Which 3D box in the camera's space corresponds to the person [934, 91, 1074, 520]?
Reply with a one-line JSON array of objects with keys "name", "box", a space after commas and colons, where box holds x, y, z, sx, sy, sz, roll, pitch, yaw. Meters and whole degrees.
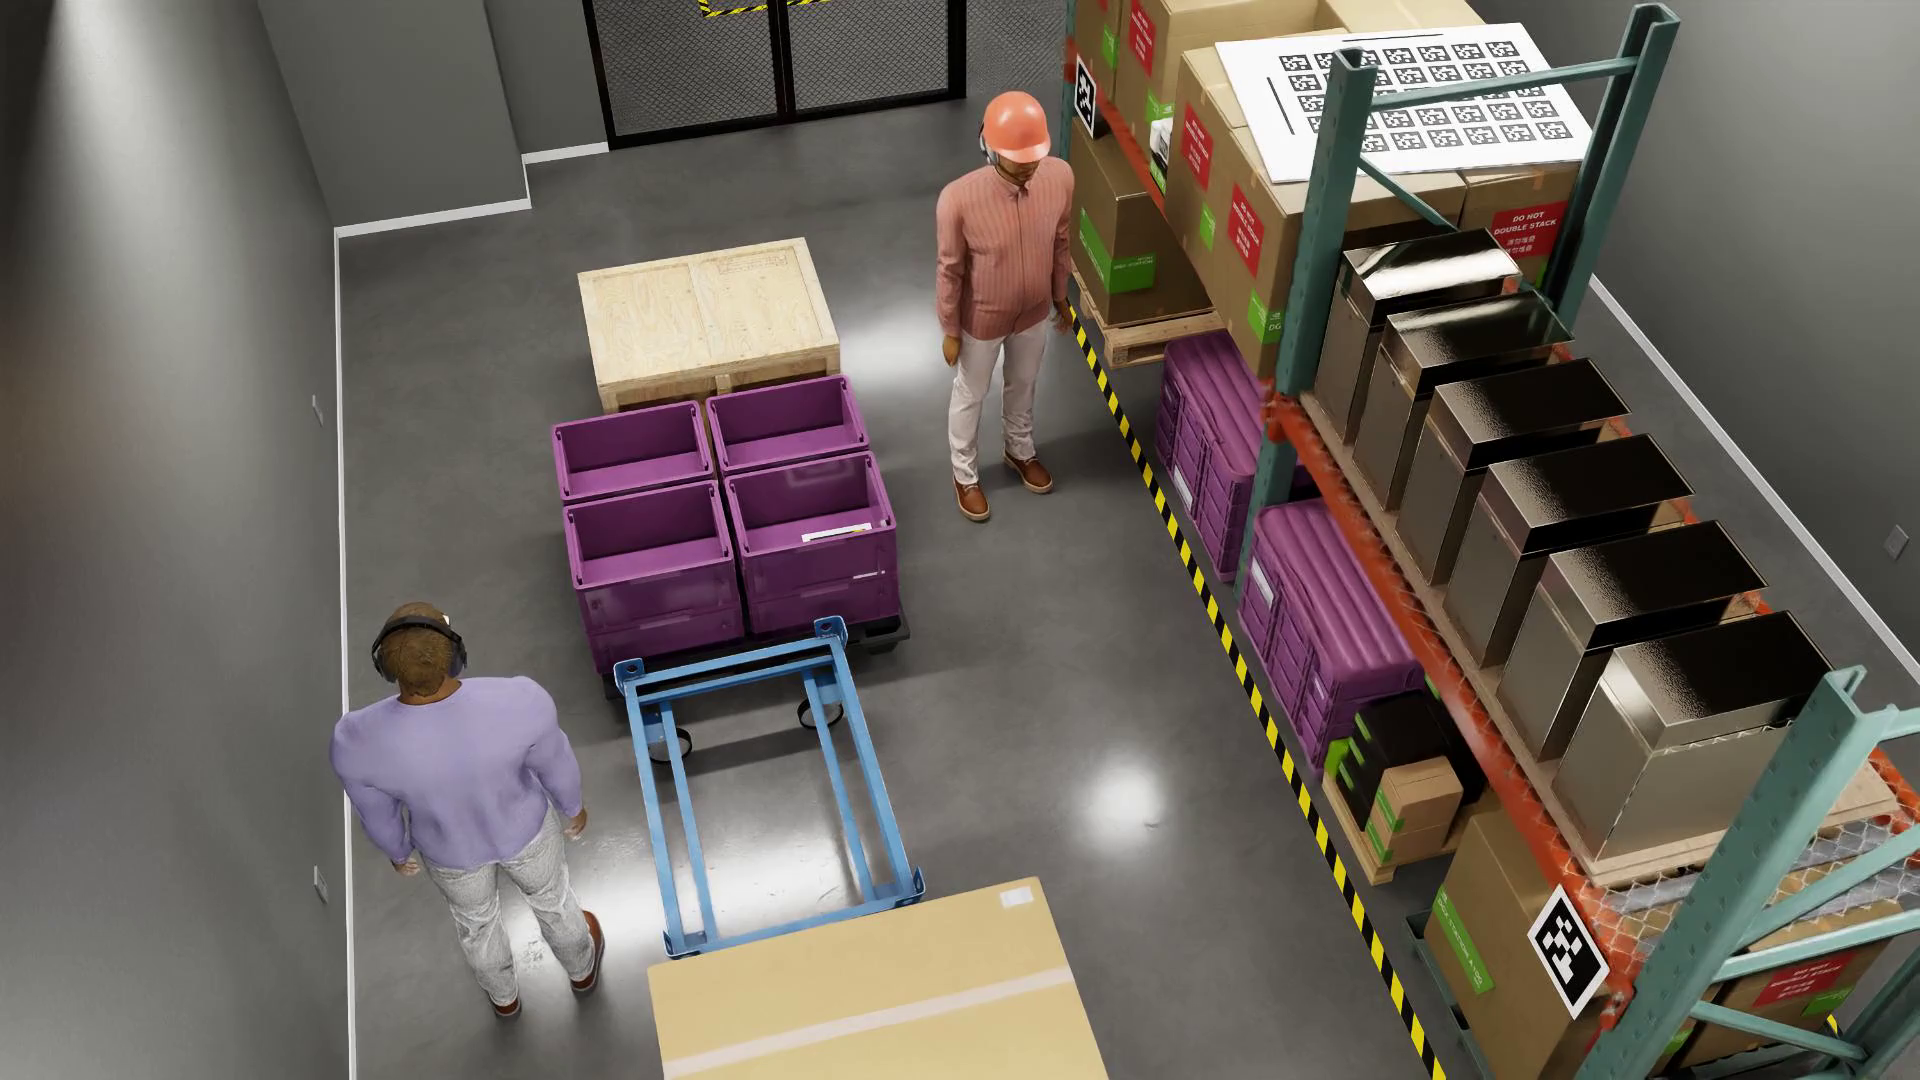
[{"name": "person", "box": [0.187, -0.924, 6.697, 0.608, 1.996, 0.380, -22, 51, -19]}]

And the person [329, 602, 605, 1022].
[{"name": "person", "box": [-1.456, 0.868, 5.089, 0.636, 1.939, 0.362, -13, 49, -12]}]
